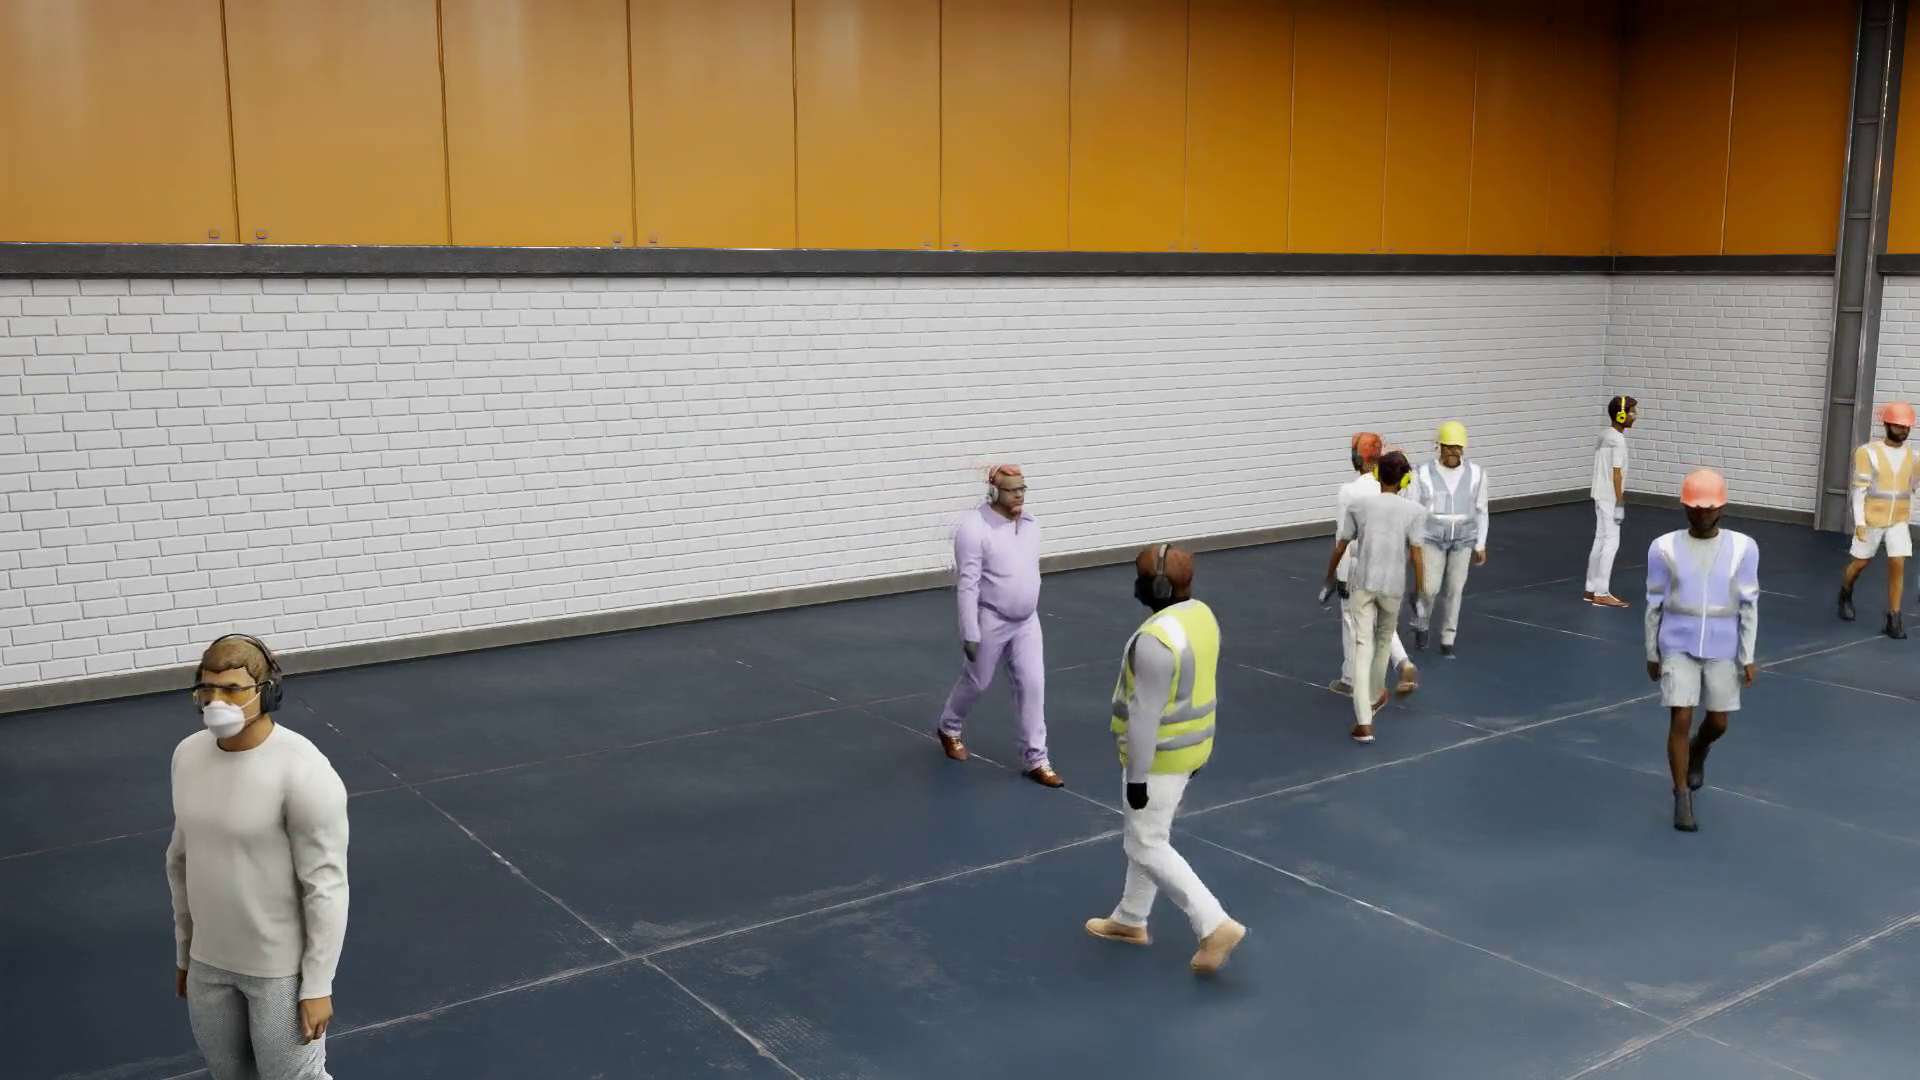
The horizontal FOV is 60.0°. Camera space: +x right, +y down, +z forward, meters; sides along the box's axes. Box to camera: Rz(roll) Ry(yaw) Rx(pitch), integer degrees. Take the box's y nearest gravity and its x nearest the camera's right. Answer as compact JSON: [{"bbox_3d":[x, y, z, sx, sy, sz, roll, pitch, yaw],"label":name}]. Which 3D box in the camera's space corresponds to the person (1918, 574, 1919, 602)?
[{"bbox_3d":[6.748,0.353,11.129,0.512,1.614,0.638,-2,9,-10],"label":"person"}]

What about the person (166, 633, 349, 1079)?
[{"bbox_3d":[-2.020,1.220,4.775,0.630,1.940,0.372,4,10,24],"label":"person"}]

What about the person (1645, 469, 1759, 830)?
[{"bbox_3d":[3.960,0.558,8.929,0.563,1.924,0.702,3,10,18],"label":"person"}]

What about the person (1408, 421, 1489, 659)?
[{"bbox_3d":[3.702,0.005,12.630,0.588,1.820,0.414,1,9,4],"label":"person"}]

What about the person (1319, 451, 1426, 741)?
[{"bbox_3d":[2.638,0.333,10.654,0.664,1.801,0.981,3,10,17],"label":"person"}]

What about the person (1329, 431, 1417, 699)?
[{"bbox_3d":[2.810,0.196,11.315,0.595,1.870,0.647,-5,10,-26],"label":"person"}]

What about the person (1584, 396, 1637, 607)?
[{"bbox_3d":[5.741,-0.338,14.663,0.330,1.853,0.523,1,9,4],"label":"person"}]

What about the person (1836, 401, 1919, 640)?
[{"bbox_3d":[7.541,-0.200,13.639,0.538,1.909,0.930,1,9,7],"label":"person"}]

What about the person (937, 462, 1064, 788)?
[{"bbox_3d":[0.201,0.458,9.732,0.646,1.862,0.994,-7,12,-37],"label":"person"}]

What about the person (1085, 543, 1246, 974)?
[{"bbox_3d":[0.878,0.911,7.048,0.762,1.823,0.645,5,11,29],"label":"person"}]
